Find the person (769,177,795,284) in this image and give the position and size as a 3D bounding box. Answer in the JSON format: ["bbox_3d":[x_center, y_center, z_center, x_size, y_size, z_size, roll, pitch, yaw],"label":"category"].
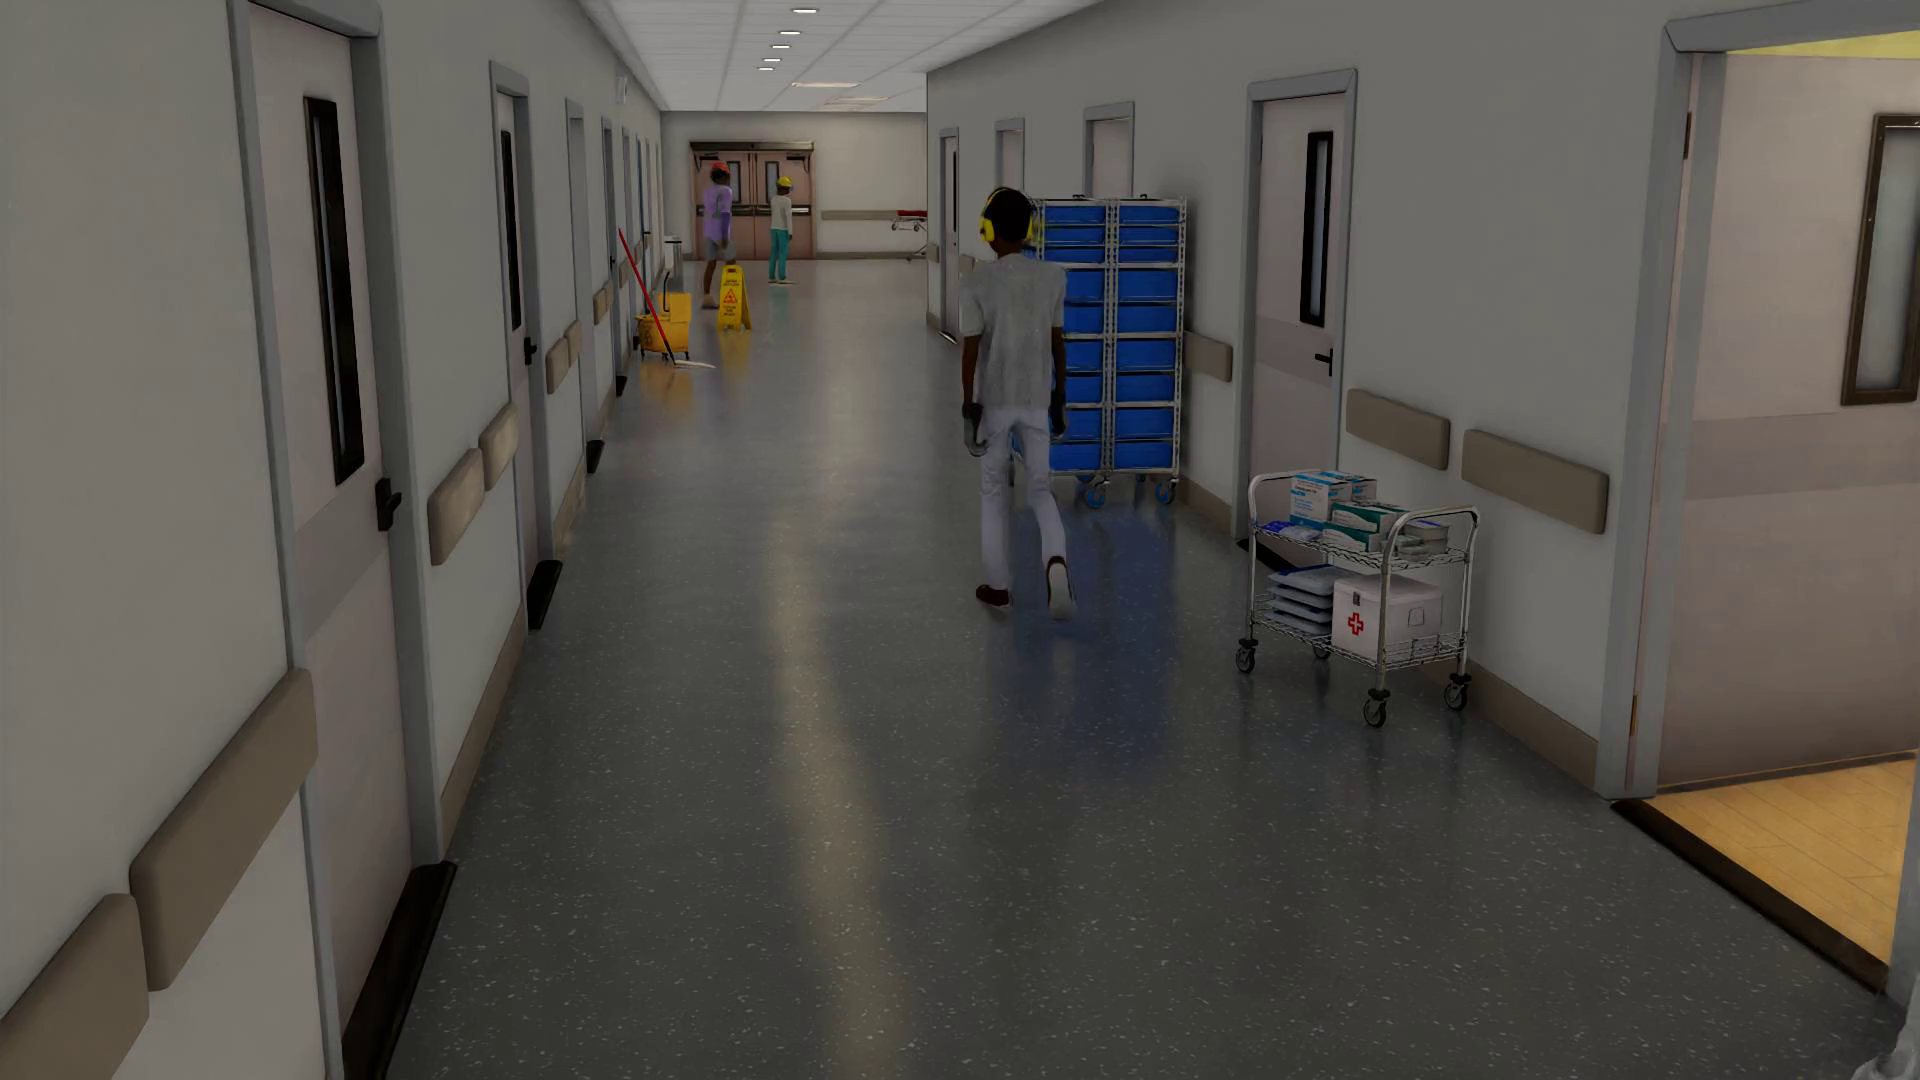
[{"bbox_3d":[-2.938,-5.120,27.543,0.376,1.755,0.540,-11,17,-41],"label":"person"}]

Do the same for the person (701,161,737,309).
[{"bbox_3d":[-3.306,-4.160,22.756,0.638,1.978,0.802,11,16,39],"label":"person"}]

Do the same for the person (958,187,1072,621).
[{"bbox_3d":[0.256,-0.562,7.078,0.527,1.850,0.739,-3,13,-14],"label":"person"}]

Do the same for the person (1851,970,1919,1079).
[{"bbox_3d":[1.582,0.524,2.204,0.649,1.869,1.069,-3,13,-14],"label":"person"}]
